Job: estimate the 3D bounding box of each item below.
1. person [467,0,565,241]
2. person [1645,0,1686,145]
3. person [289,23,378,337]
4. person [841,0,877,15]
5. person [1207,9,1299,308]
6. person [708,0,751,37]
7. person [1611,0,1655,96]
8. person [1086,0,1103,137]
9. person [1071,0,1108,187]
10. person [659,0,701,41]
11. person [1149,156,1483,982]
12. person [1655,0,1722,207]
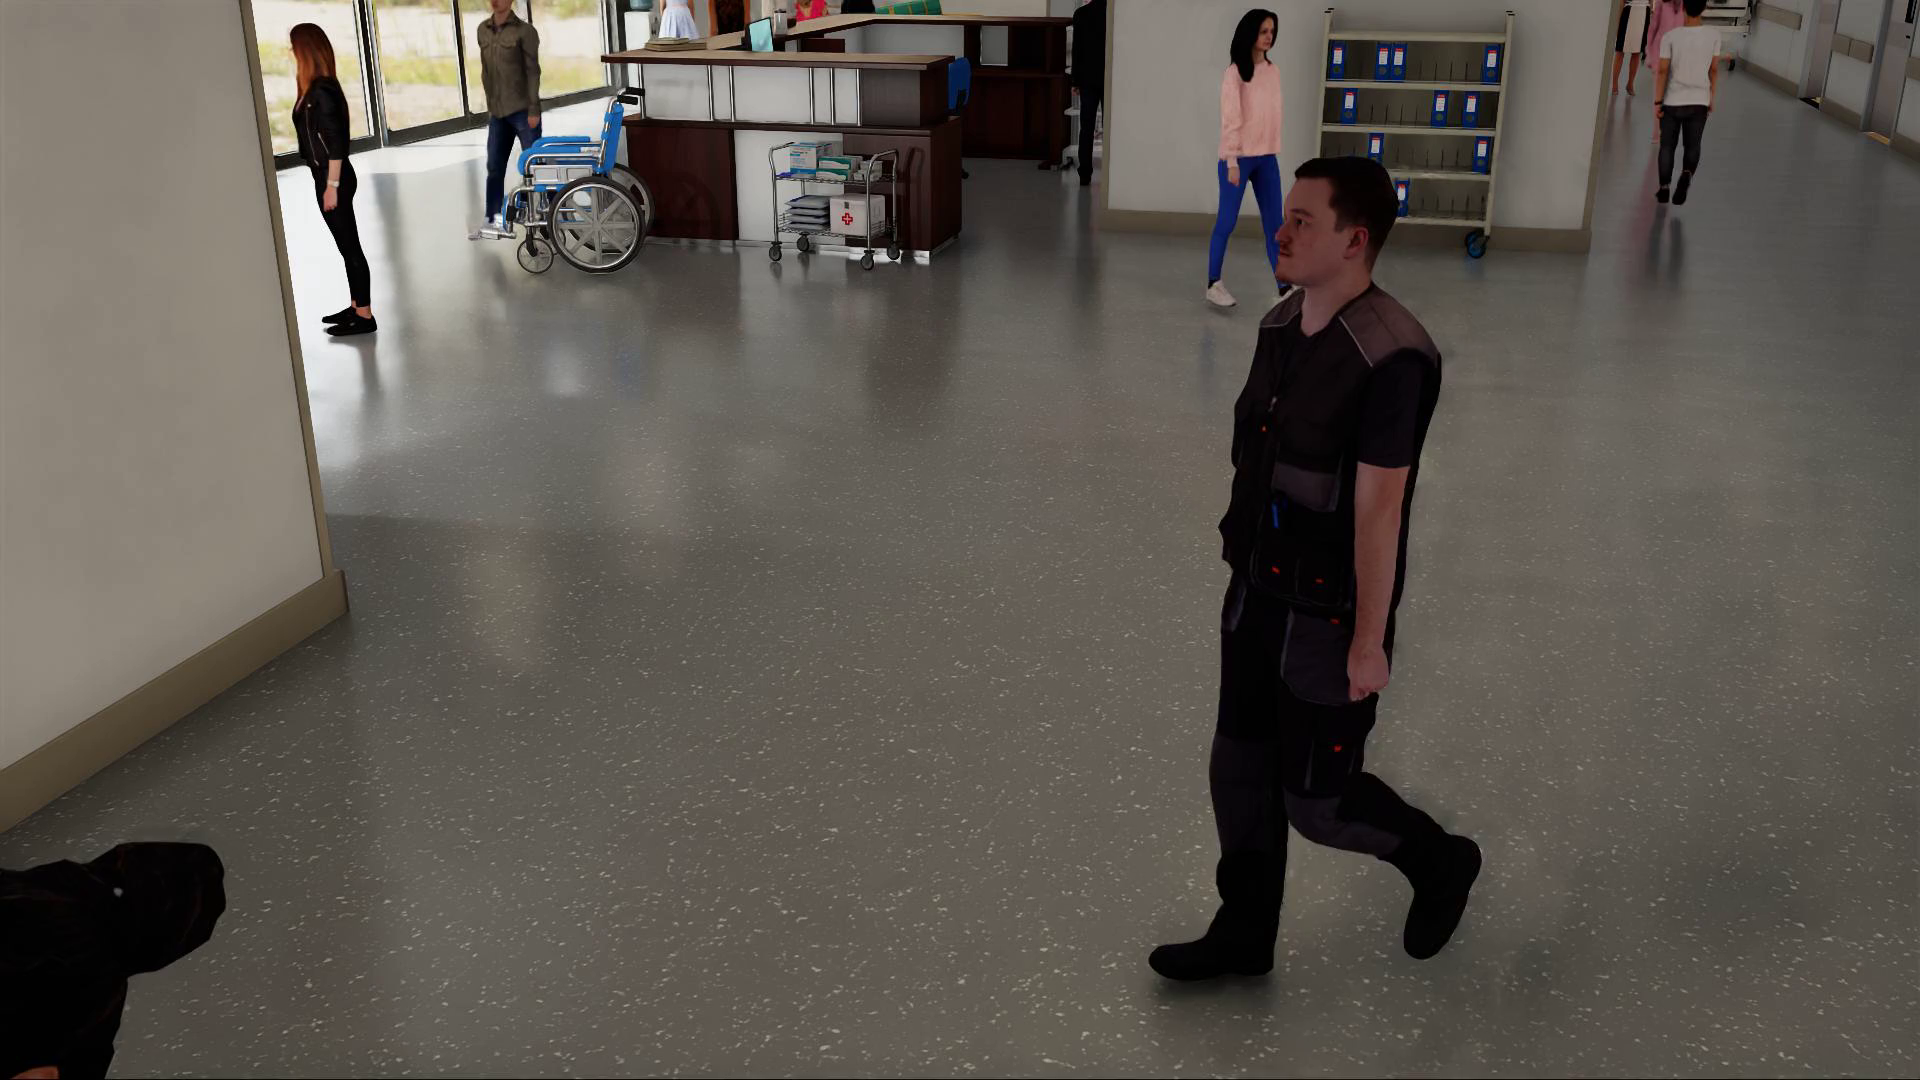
[{"bbox_3d":[-3.137,-3.083,12.005,1.153,1.816,0.904,9,23,23],"label":"person"},{"bbox_3d":[7.304,-4.986,17.074,0.757,1.785,0.750,9,22,22],"label":"person"},{"bbox_3d":[-3.513,-2.028,9.376,0.714,1.707,0.684,-8,22,-20],"label":"person"},{"bbox_3d":[-1.185,-5.467,18.623,1.095,1.588,0.898,11,24,28],"label":"person"},{"bbox_3d":[1.627,-2.190,9.774,1.120,1.727,1.186,-12,24,-29],"label":"person"},{"bbox_3d":[-2.177,-4.571,15.909,0.609,1.834,0.725,-4,21,-11],"label":"person"},{"bbox_3d":[8.744,-6.680,21.591,0.528,1.754,0.733,2,21,4],"label":"person"},{"bbox_3d":[1.443,-5.256,17.725,0.569,1.828,0.634,10,23,24],"label":"person"},{"bbox_3d":[1.218,-4.001,14.455,0.559,1.797,0.772,8,22,21],"label":"person"},{"bbox_3d":[-3.460,-6.279,20.440,0.771,1.818,0.858,-1,21,-4],"label":"person"},{"bbox_3d":[0.809,0.136,3.488,1.131,1.829,1.024,-7,22,-17],"label":"person"},{"bbox_3d":[5.819,-3.520,13.323,0.917,1.701,0.693,6,21,15],"label":"person"}]
